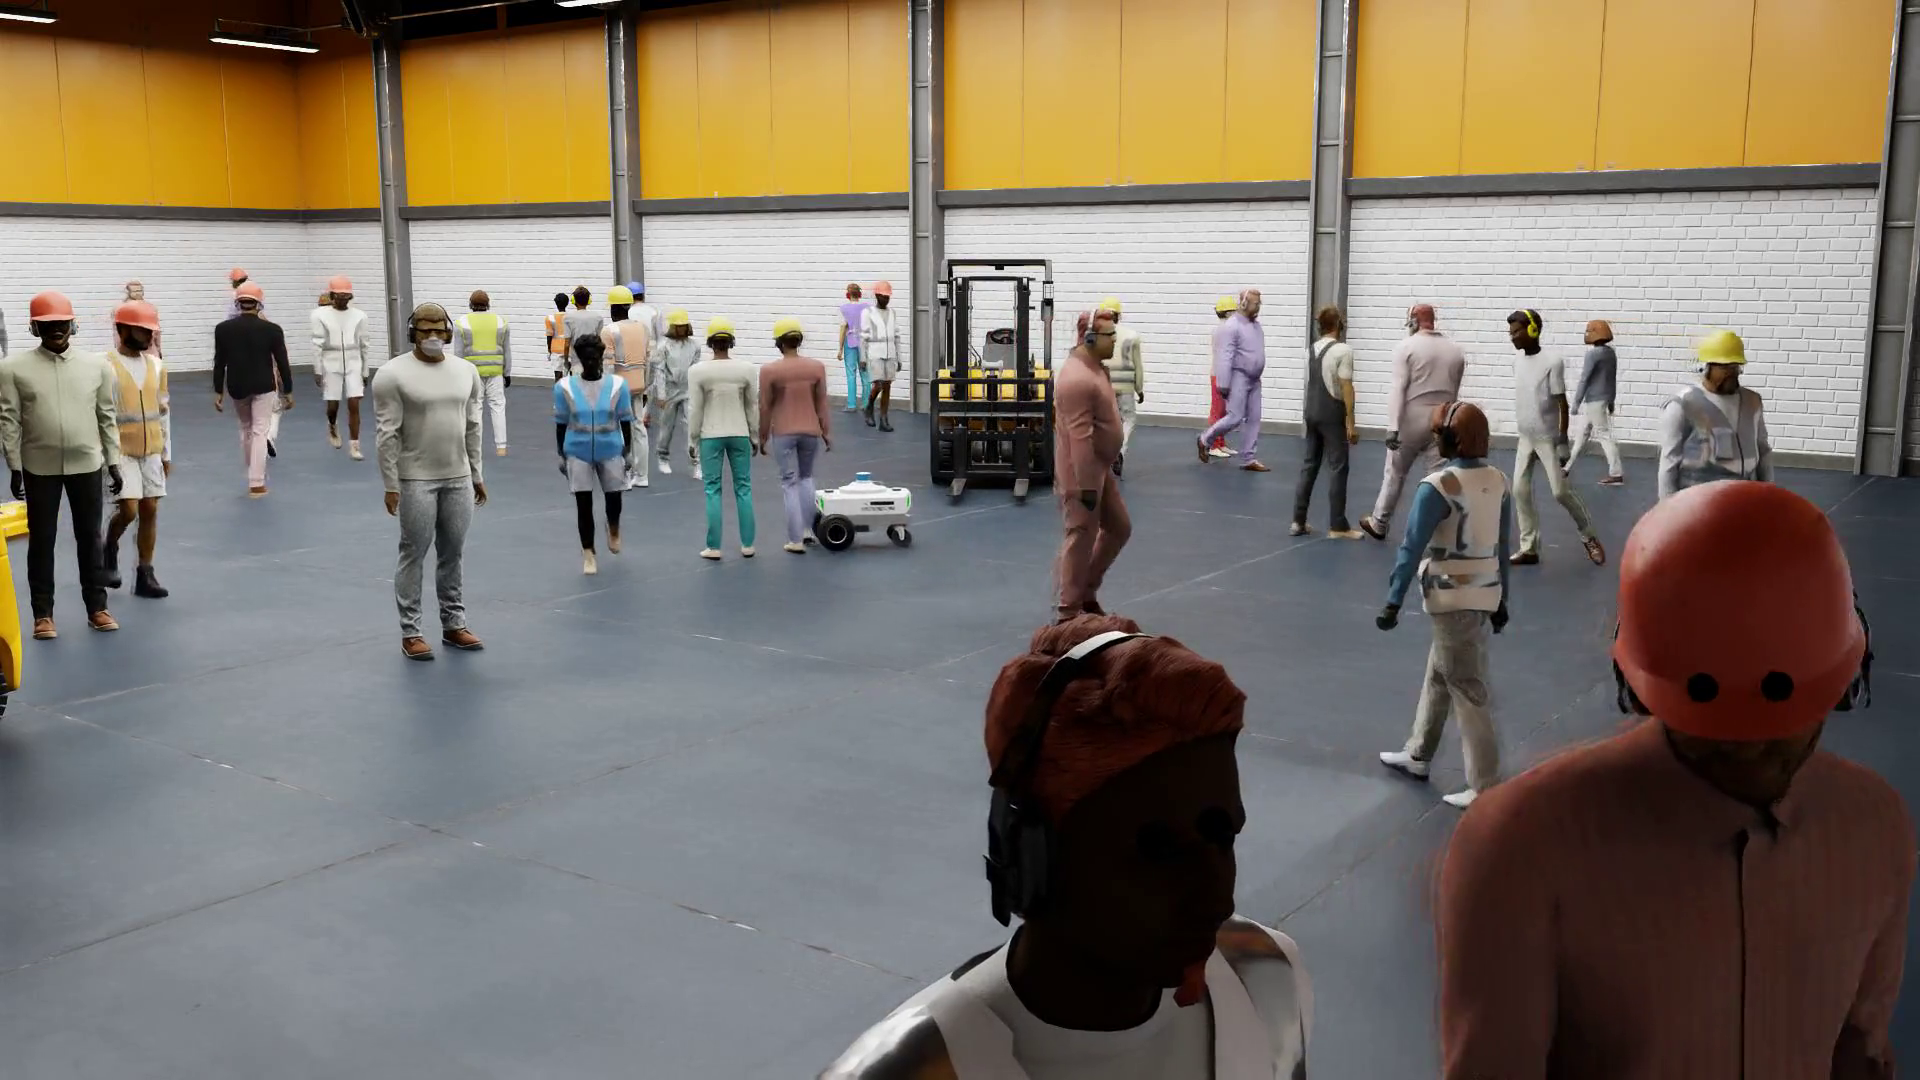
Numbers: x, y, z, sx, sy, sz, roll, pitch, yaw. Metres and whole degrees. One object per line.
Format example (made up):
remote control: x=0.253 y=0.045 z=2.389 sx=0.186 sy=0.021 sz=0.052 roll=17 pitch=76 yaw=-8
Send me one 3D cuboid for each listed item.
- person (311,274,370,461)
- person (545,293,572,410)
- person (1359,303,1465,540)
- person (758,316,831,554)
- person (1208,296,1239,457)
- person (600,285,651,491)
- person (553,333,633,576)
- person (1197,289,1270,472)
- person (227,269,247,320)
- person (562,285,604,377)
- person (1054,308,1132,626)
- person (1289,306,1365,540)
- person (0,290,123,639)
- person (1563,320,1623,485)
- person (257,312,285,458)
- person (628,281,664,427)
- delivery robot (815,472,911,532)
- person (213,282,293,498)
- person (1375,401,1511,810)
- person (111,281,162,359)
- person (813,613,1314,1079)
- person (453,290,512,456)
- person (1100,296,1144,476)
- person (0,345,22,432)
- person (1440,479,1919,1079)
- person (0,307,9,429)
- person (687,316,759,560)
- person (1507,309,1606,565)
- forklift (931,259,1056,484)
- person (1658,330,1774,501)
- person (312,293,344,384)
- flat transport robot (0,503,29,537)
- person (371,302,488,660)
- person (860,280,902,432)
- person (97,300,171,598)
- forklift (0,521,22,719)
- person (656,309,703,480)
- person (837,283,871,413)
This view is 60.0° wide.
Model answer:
person: x=-6.761 y=-1.888 z=18.165 sx=0.621 sy=2.021 sz=0.719 roll=-5 pitch=11 yaw=-29
person: x=-5.742 y=-2.729 z=24.133 sx=0.533 sy=1.699 sz=0.318 roll=-4 pitch=11 yaw=-25
person: x=3.421 y=-0.849 z=12.533 sx=0.714 sy=1.832 sz=0.997 roll=-3 pitch=10 yaw=-18
person: x=-1.258 y=-0.785 z=12.395 sx=0.545 sy=1.740 sz=0.590 roll=-4 pitch=10 yaw=-25
person: x=2.931 y=-1.807 z=18.431 sx=0.305 sy=1.772 sz=0.525 roll=5 pitch=11 yaw=25
person: x=-3.161 y=-1.425 z=15.679 sx=0.359 sy=1.930 sz=0.588 roll=6 pitch=11 yaw=32
person: x=-2.545 y=-0.604 z=11.556 sx=0.540 sy=1.681 sz=0.543 roll=-2 pitch=10 yaw=-13
person: x=2.862 y=-1.650 z=17.170 sx=0.721 sy=1.883 sz=0.639 roll=8 pitch=13 yaw=41
person: x=-12.042 y=-3.519 z=27.893 sx=0.420 sy=2.024 sz=0.633 roll=3 pitch=10 yaw=18
person: x=-4.430 y=-2.049 z=19.605 sx=0.507 sy=1.862 sz=0.329 roll=-5 pitch=11 yaw=-26
person: x=0.778 y=-0.391 z=9.641 sx=0.476 sy=1.887 sz=0.681 roll=2 pitch=10 yaw=12
person: x=2.847 y=-0.898 z=12.923 sx=0.407 sy=1.817 sz=0.596 roll=-5 pitch=11 yaw=-29
person: x=-5.172 y=-0.438 z=9.603 sx=0.612 sy=1.996 sz=0.388 roll=-7 pitch=12 yaw=-37
person: x=6.146 y=-1.351 z=16.227 sx=0.519 sy=1.580 sz=0.842 roll=-9 pitch=13 yaw=-44
person: x=-7.572 y=-1.659 z=17.994 sx=0.521 sy=1.621 sz=0.522 roll=-2 pitch=10 yaw=-12
person: x=-4.176 y=-2.424 z=21.745 sx=0.622 sy=1.903 sz=1.006 roll=-3 pitch=10 yaw=-16
delivery robot: x=-0.734 y=-0.270 z=12.609 sx=0.707 sy=0.478 sz=0.477 roll=-2 pitch=10 yaw=-11
person: x=-6.514 y=-1.403 z=15.445 sx=0.658 sy=1.956 sz=0.947 roll=-1 pitch=10 yaw=-6
person: x=1.903 y=0.254 z=6.648 sx=0.527 sy=1.606 sz=0.783 roll=-8 pitch=13 yaw=-40
person: x=-11.262 y=-2.616 z=22.896 sx=0.790 sy=1.875 sz=0.679 roll=8 pitch=12 yaw=39
person: x=0.105 y=0.988 z=1.489 sx=0.568 sy=1.877 sz=0.351 roll=-8 pitch=13 yaw=-41
person: x=-5.268 y=-1.830 z=18.354 sx=0.636 sy=1.842 sz=0.429 roll=-5 pitch=11 yaw=-28
person: x=1.526 y=-1.529 z=16.634 sx=0.627 sy=1.814 sz=0.674 roll=3 pitch=10 yaw=17
person: x=-10.799 y=-1.739 z=18.536 sx=0.862 sy=1.589 sz=0.535 roll=-1 pitch=10 yaw=-4
person: x=0.786 y=0.858 z=2.039 sx=0.660 sy=1.946 sz=0.695 roll=-3 pitch=10 yaw=-15
person: x=-12.479 y=-2.358 z=21.274 sx=0.425 sy=1.926 sz=0.628 roll=5 pitch=11 yaw=27
person: x=-1.717 y=-0.736 z=12.067 sx=0.533 sy=1.767 sz=0.325 roll=-4 pitch=10 yaw=-22
person: x=4.207 y=-0.718 z=11.790 sx=0.724 sy=1.834 sz=0.566 roll=-4 pitch=10 yaw=-24
forklift: x=0.370 y=-1.738 z=16.759 sx=1.214 sy=2.155 sz=2.313 roll=1 pitch=10 yaw=3
person: x=4.157 y=-0.264 z=9.185 sx=0.584 sy=1.793 sz=0.923 roll=-3 pitch=10 yaw=-16
person: x=-10.710 y=-3.369 z=28.184 sx=0.500 sy=1.621 sz=0.373 roll=-9 pitch=13 yaw=-42
flat transport robot: x=-8.015 y=-0.170 z=13.135 sx=1.431 sy=0.197 sz=0.652 roll=1 pitch=10 yaw=4
person: x=-2.882 y=-0.326 z=9.112 sx=0.359 sy=1.936 sz=0.632 roll=8 pitch=13 yaw=41
person: x=-0.997 y=-2.331 z=21.088 sx=0.564 sy=1.924 sz=0.450 roll=-7 pitch=12 yaw=-34
person: x=-5.322 y=-0.578 z=10.678 sx=0.487 sy=1.916 sz=0.576 roll=6 pitch=11 yaw=31
forklift: x=-5.296 y=-0.090 z=6.943 sx=1.214 sy=2.155 sz=2.313 roll=7 pitch=12 yaw=35
person: x=-2.833 y=-1.475 z=16.698 sx=0.494 sy=1.695 sz=0.927 roll=-5 pitch=11 yaw=-29
person: x=-1.477 y=-2.727 z=23.689 sx=0.572 sy=1.840 sz=0.373 roll=-7 pitch=12 yaw=-35
